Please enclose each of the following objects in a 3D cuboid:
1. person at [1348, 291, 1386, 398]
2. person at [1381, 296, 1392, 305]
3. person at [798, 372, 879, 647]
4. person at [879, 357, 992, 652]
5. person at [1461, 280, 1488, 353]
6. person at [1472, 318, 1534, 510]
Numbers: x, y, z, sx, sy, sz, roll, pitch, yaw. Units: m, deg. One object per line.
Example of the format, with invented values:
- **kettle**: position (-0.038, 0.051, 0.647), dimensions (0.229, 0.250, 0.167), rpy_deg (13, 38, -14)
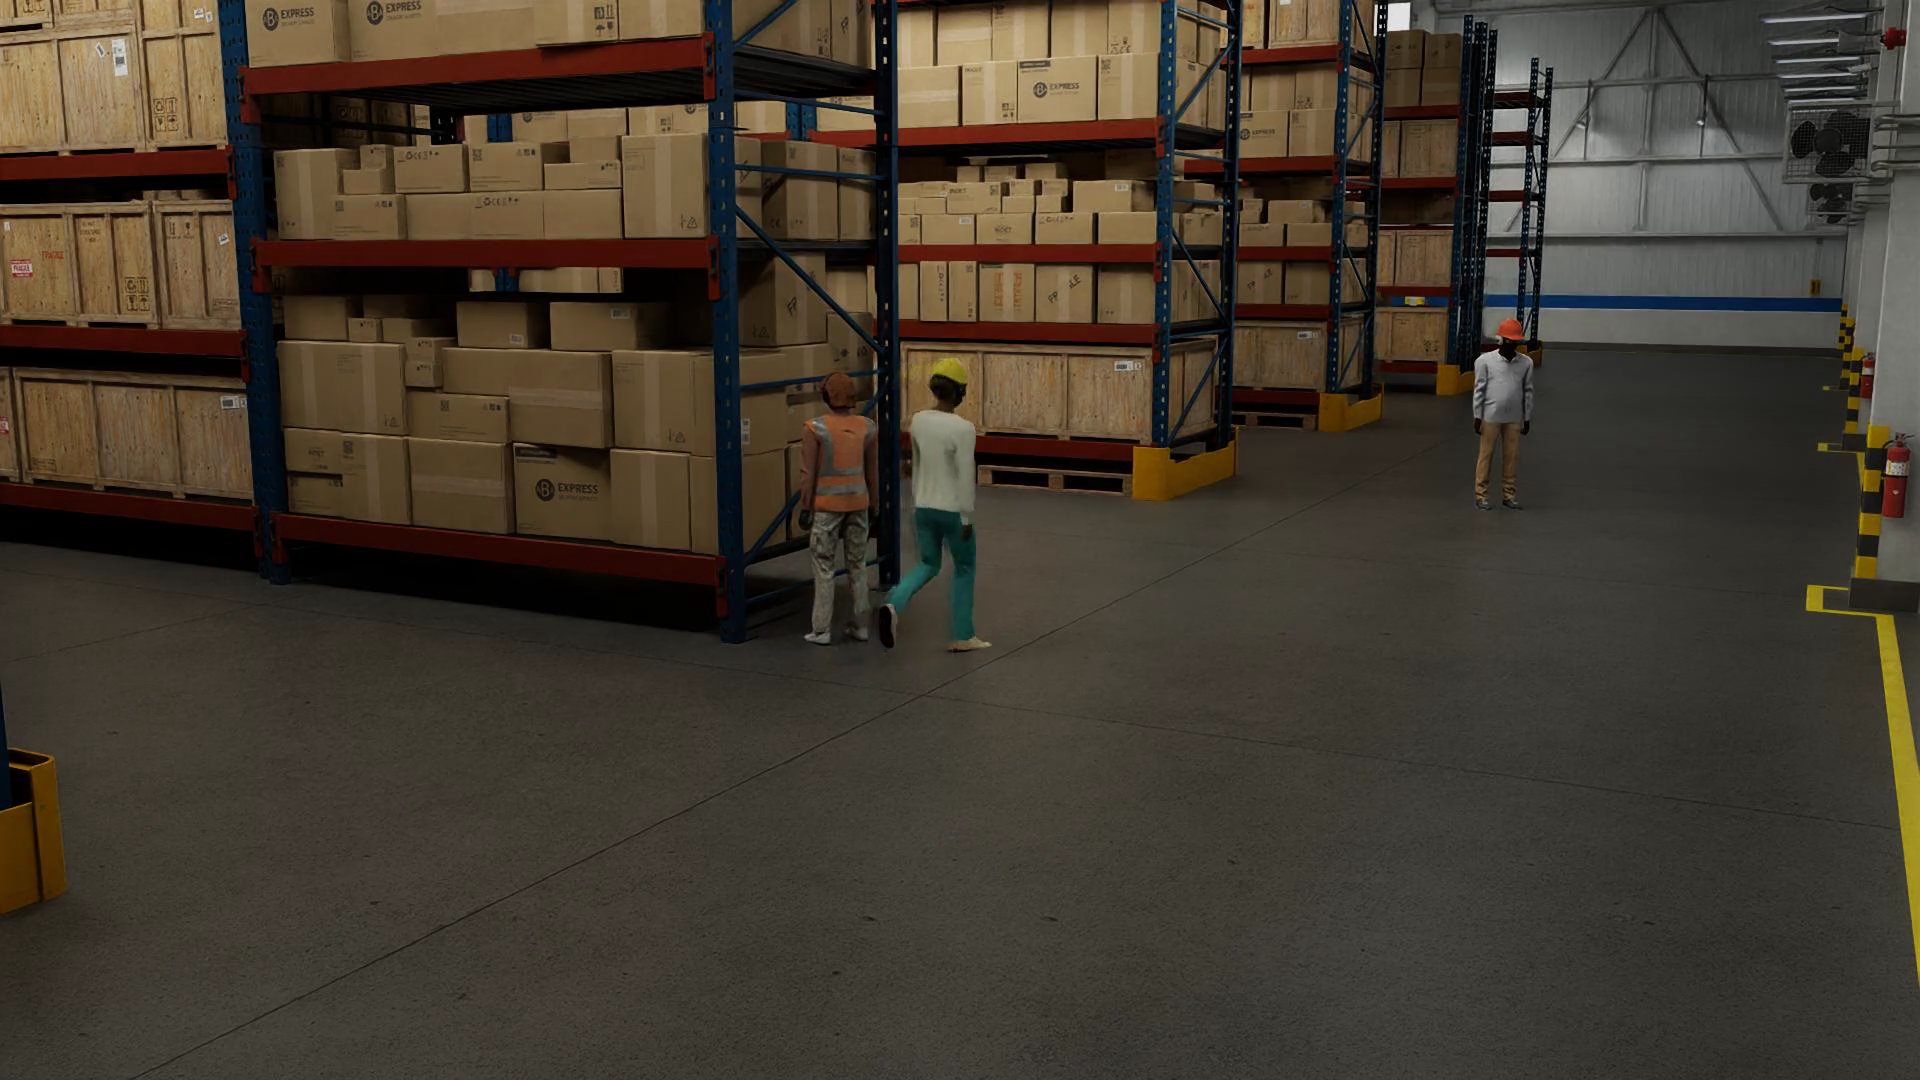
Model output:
- **person**: position (6.537, -3.140, 26.741), dimensions (0.615, 1.727, 0.490), rpy_deg (4, 11, 24)
- **person**: position (9.526, -4.994, 37.085), dimensions (0.900, 1.867, 0.664), rpy_deg (5, 11, 27)
- **person**: position (-0.714, -0.182, 9.920), dimensions (0.527, 1.629, 0.314), rpy_deg (-6, 12, -31)
- **person**: position (-0.147, -0.178, 9.589), dimensions (0.542, 1.742, 0.654), rpy_deg (9, 13, 42)
- **person**: position (11.426, -4.927, 36.923), dimensions (0.873, 1.801, 0.594), rpy_deg (7, 12, 37)
- **person**: position (4.941, -1.136, 15.116), dimensions (0.563, 1.743, 0.349), rpy_deg (-1, 10, -4)
